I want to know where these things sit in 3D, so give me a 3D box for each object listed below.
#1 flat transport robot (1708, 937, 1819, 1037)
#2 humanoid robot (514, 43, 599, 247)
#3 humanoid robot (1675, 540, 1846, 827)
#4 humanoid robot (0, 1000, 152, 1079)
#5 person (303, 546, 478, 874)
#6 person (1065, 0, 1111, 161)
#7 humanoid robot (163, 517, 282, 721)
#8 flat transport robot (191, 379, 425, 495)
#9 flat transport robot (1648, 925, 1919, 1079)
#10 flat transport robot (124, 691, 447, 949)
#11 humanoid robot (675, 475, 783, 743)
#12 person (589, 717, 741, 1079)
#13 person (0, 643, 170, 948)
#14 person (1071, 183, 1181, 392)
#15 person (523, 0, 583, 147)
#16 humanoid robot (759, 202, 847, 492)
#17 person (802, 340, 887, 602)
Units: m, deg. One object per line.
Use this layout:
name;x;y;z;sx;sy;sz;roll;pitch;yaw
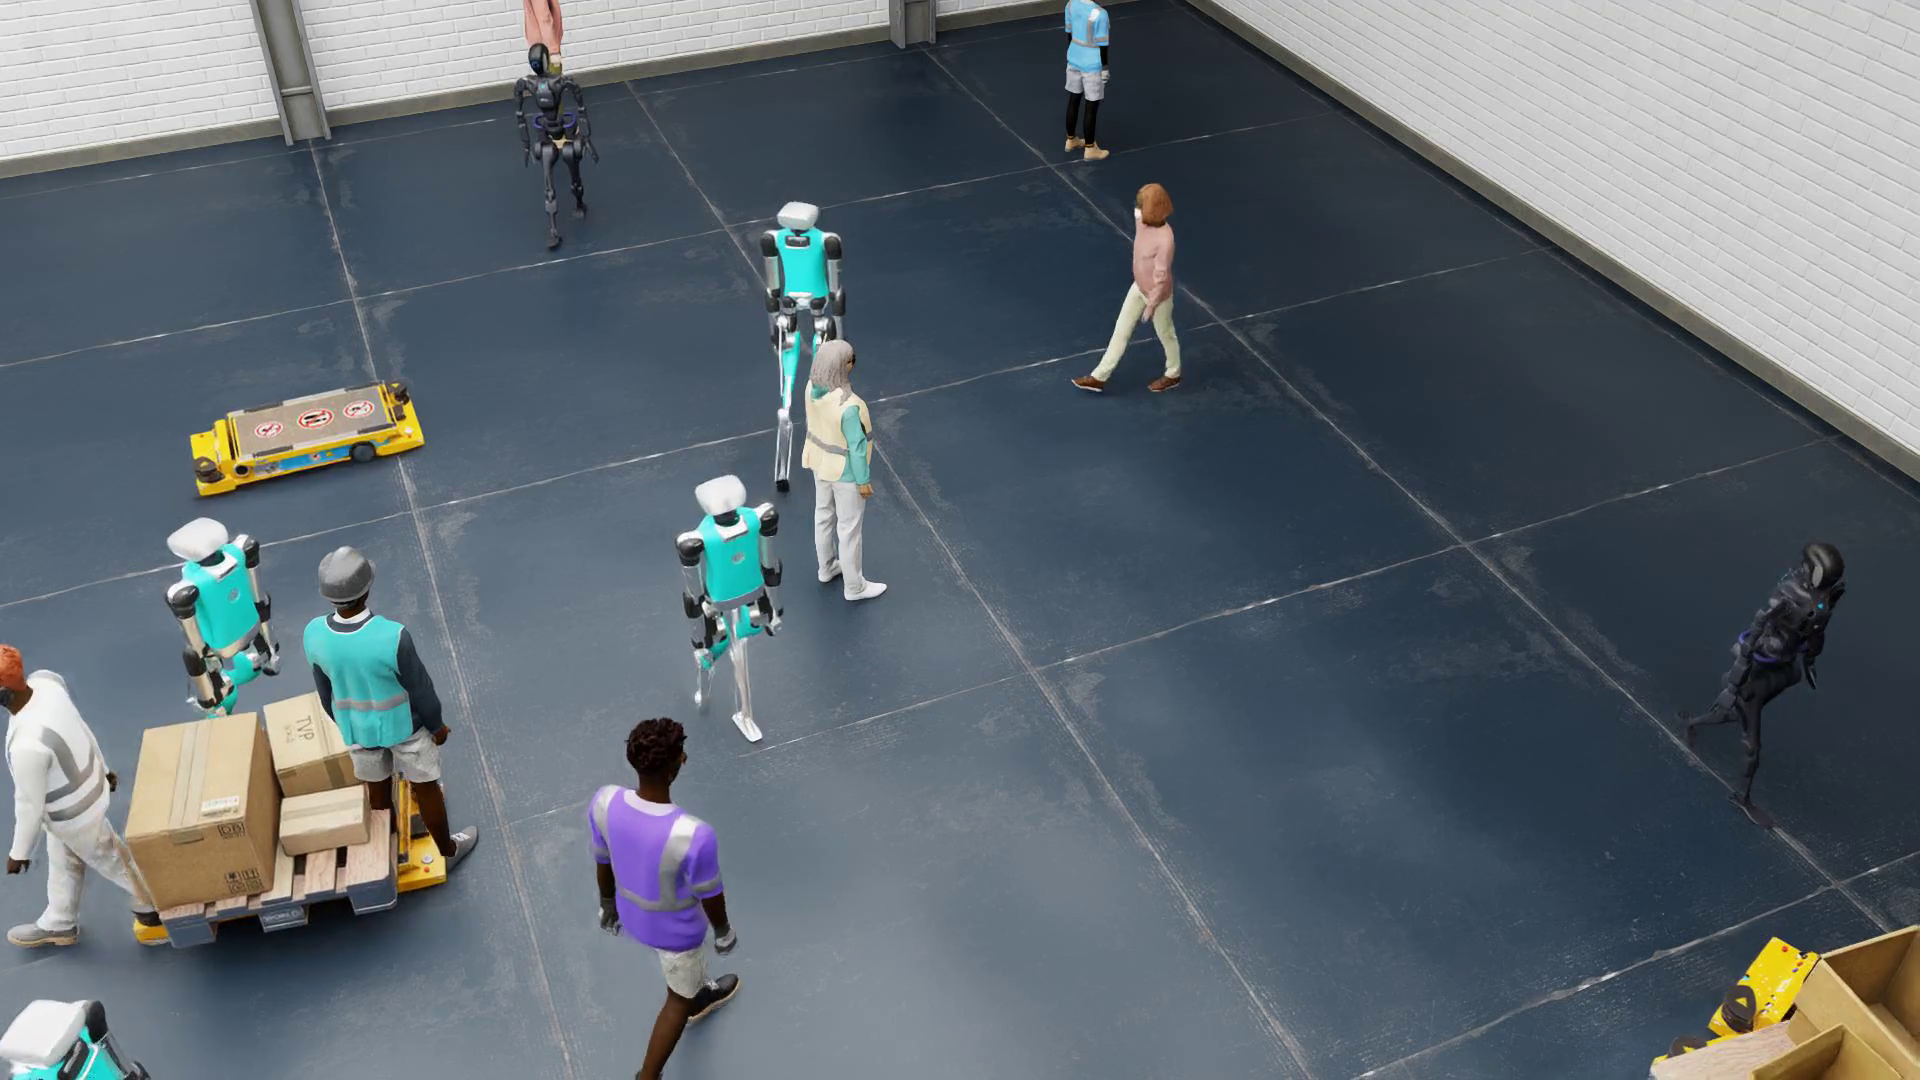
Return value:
flat transport robot;4.118;2.313;7.263;1.431;0.231;0.659;31;47;34
humanoid robot;-3.224;-3.213;13.353;0.613;1.626;0.798;-2;38;-3
humanoid robot;4.038;0.624;8.366;0.616;1.647;0.788;-15;40;-19
humanoid robot;-2.808;2.321;6.061;0.795;1.793;0.530;1;38;1
person;-2.695;0.850;7.797;0.548;1.940;0.418;2;38;3
person;1.119;-4.157;14.510;0.318;1.698;0.533;-24;43;-28
humanoid robot;-3.802;0.602;8.346;0.855;1.812;0.538;15;40;18
flat transport robot;-4.396;-0.703;11.189;1.431;0.231;0.659;-15;40;-19
flat transport robot;3.598;2.620;6.863;0.659;0.231;1.431;-12;39;-15
flat transport robot;-3.303;1.547;8.260;1.431;0.231;0.659;-9;38;-11
humanoid robot;-1.261;0.357;8.689;0.544;1.888;0.795;-21;42;-25
person;-1.264;1.566;6.879;0.598;1.927;0.861;24;43;28
person;-4.046;1.198;7.414;0.860;1.846;0.578;-12;39;-16
person;1.216;-1.675;11.356;0.829;1.586;0.523;-13;40;-17
person;-3.647;-4.392;14.705;0.377;1.837;0.521;-12;39;-15
humanoid robot;-1.049;-1.150;10.591;0.559;1.800;0.937;7;38;9
person;-0.706;-0.389;9.598;0.366;1.709;0.462;-27;45;-31
